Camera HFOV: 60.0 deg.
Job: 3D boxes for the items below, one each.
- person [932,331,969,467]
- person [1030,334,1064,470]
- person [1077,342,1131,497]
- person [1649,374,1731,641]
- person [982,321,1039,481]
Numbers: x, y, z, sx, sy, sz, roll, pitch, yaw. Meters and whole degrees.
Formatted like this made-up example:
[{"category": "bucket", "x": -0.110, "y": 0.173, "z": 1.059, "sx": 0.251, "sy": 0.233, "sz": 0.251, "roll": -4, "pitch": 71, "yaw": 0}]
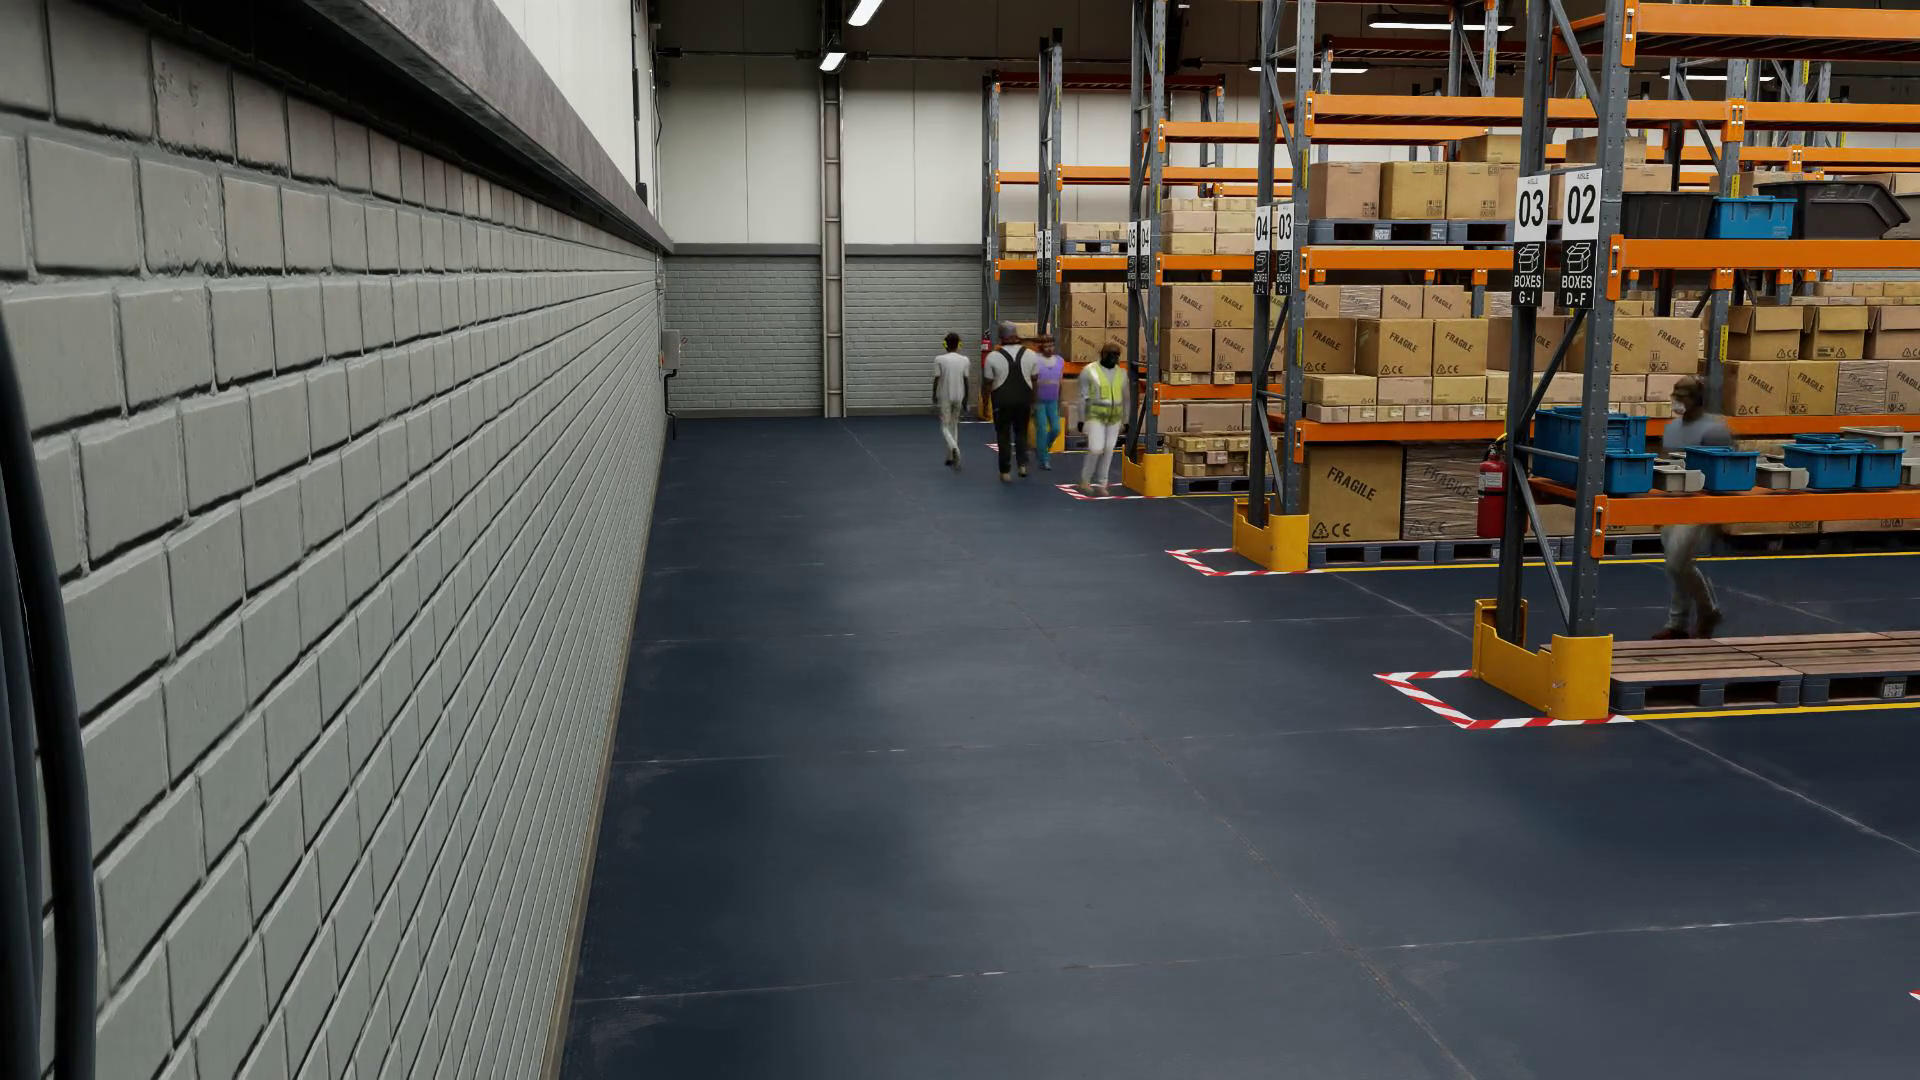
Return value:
[{"category": "person", "x": -0.108, "y": -1.877, "z": 22.330, "sx": 0.524, "sy": 1.850, "sz": 0.716, "roll": -3, "pitch": 10, "yaw": -18}, {"category": "person", "x": 1.138, "y": -1.843, "z": 22.211, "sx": 0.567, "sy": 1.818, "sz": 0.442, "roll": -4, "pitch": 10, "yaw": -26}, {"category": "person", "x": 1.700, "y": -1.404, "z": 19.497, "sx": 0.648, "sy": 1.819, "sz": 0.444, "roll": -4, "pitch": 10, "yaw": -22}, {"category": "person", "x": 5.110, "y": -0.201, "z": 11.733, "sx": 0.438, "sy": 1.926, "sz": 0.653, "roll": -2, "pitch": 9, "yaw": -11}, {"category": "person", "x": 0.612, "y": -1.763, "z": 21.022, "sx": 0.709, "sy": 2.000, "sz": 0.566, "roll": -2, "pitch": 9, "yaw": -12}]
